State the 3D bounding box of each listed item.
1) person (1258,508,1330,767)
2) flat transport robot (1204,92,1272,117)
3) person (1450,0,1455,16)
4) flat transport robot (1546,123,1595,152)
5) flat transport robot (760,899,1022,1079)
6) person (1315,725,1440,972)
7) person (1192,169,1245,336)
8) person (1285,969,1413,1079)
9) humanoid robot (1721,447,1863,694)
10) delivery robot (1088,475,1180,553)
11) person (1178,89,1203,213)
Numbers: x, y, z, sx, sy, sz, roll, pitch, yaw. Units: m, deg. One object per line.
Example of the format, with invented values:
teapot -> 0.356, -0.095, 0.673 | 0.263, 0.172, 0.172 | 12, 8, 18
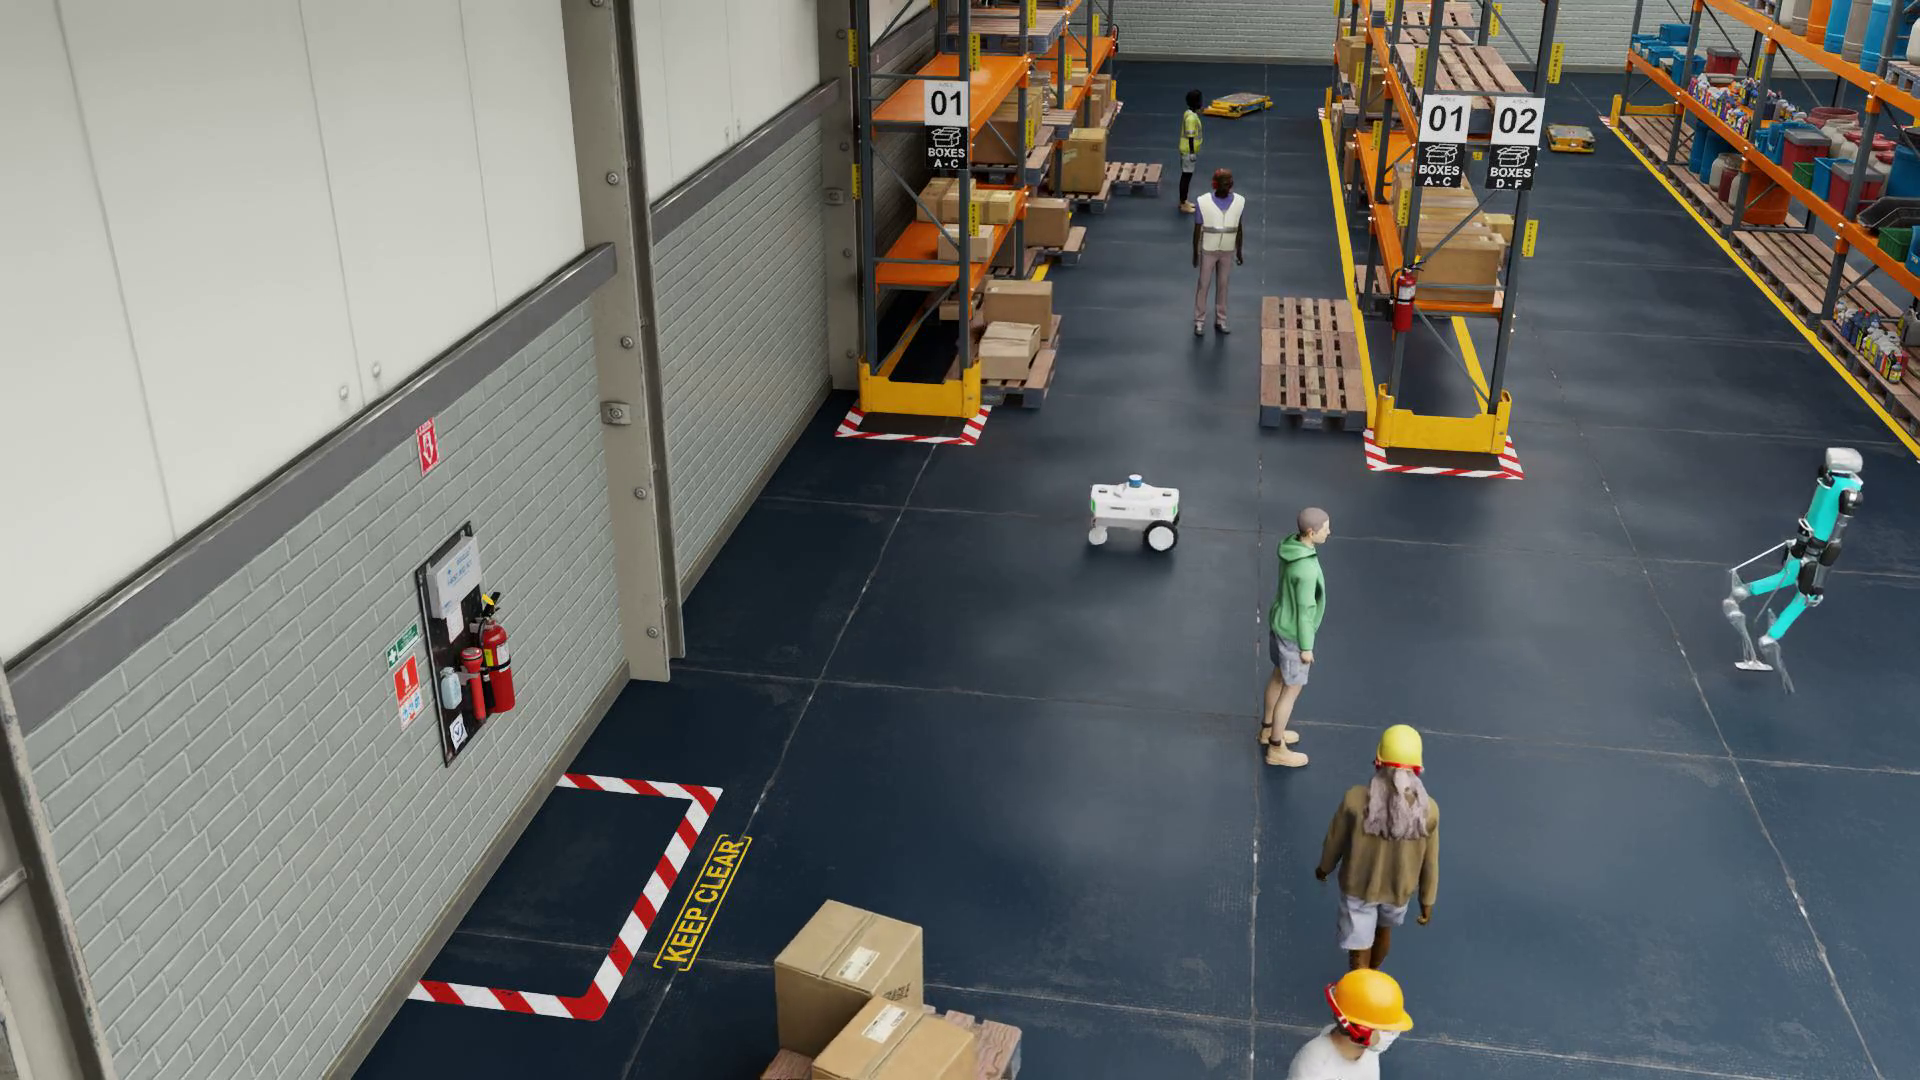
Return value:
person -> 2.076, 0.593, 10.365 | 0.315, 1.734, 0.478 | -2, 25, -3
flat transport robot -> 5.086, -7.939, 30.349 | 0.659, 0.231, 1.431 | 17, 30, 33
person -> 9.248, -9.394, 31.699 | 0.524, 1.765, 0.326 | -3, 25, -6
flat transport robot -> 10.136, -6.673, 27.640 | 0.659, 0.231, 1.431 | 6, 26, 13
flat transport robot -> -0.348, 2.729, 7.516 | 1.431, 0.231, 0.659 | 9, 26, 18
person -> 2.031, 1.669, 8.072 | 0.538, 1.721, 0.890 | 1, 25, 1
person -> 2.827, -3.165, 18.284 | 0.586, 1.834, 0.394 | -5, 26, -11
person -> 1.363, 2.409, 6.308 | 0.453, 1.871, 0.630 | 21, 32, 38
humanoid robot -> 5.515, 0.224, 11.184 | 0.825, 1.799, 0.545 | 3, 25, 7
delivery robot -> 1.440, -0.227, 13.528 | 0.811, 0.614, 0.499 | 3, 25, 7
person -> 3.239, -5.465, 23.364 | 0.318, 1.697, 0.536 | 2, 25, 3
